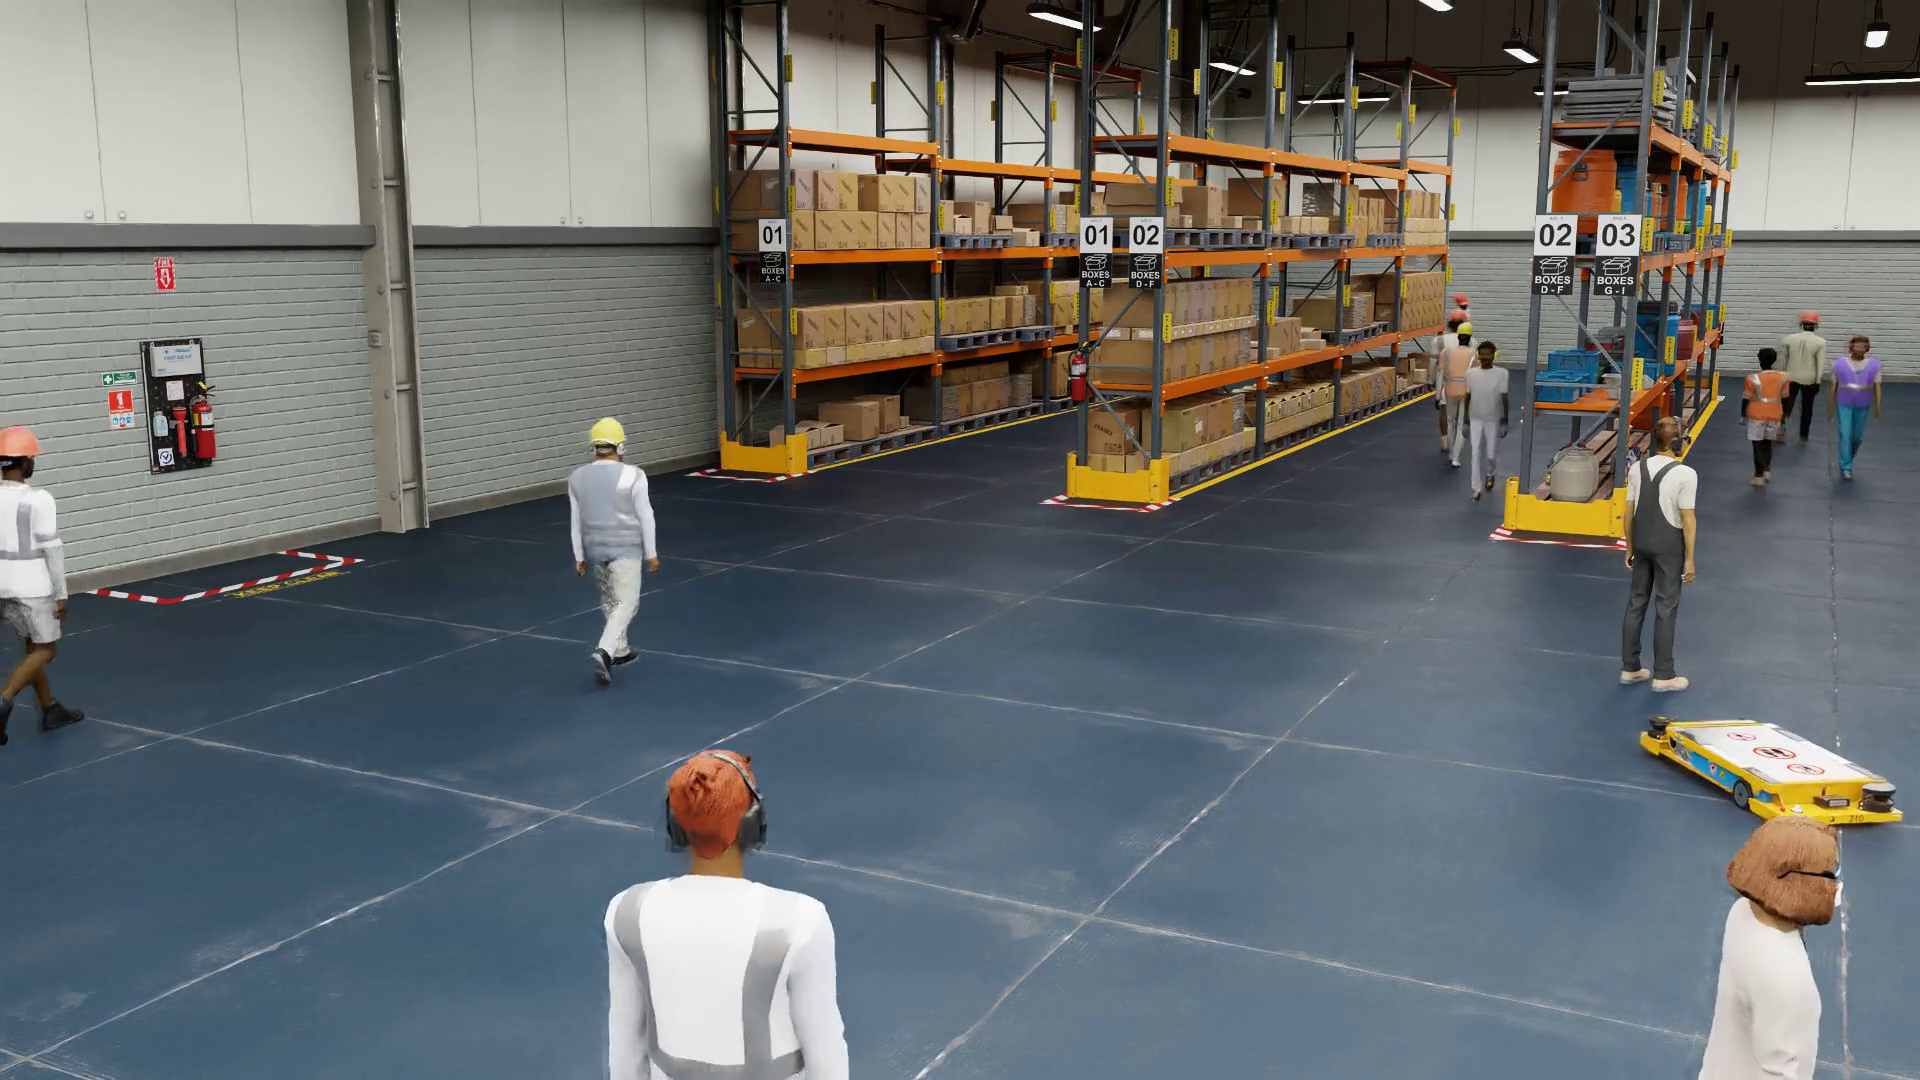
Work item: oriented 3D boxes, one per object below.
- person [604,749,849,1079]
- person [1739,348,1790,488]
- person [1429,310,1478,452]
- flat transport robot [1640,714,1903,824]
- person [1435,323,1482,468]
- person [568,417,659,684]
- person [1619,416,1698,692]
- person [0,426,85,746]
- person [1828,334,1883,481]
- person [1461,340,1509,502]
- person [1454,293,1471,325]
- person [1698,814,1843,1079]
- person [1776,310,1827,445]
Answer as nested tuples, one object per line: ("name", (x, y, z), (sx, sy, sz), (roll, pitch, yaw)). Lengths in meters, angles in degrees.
("person", (-0.568, 1.417, 3.868), (0.585, 1.860, 0.740), (4, 11, 20))
("person", (9.700, -1.487, 20.133), (0.547, 1.678, 0.552), (0, 10, 2))
("person", (6.952, -2.244, 23.480), (0.629, 1.998, 1.045), (3, 11, 17))
("flat transport robot", (4.424, 1.239, 9.162), (0.652, 0.197, 1.431), (-1, 10, -6))
("person", (6.631, -1.920, 21.982), (0.612, 1.878, 0.955), (5, 11, 24))
("person", (-2.397, 0.068, 11.383), (0.591, 1.804, 0.808), (4, 11, 19))
("person", (4.684, 0.089, 11.140), (0.327, 1.842, 0.511), (-6, 12, -31))
("person", (-5.632, 0.279, 9.931), (0.549, 1.913, 0.792), (2, 11, 13))
("person", (11.212, -1.681, 20.881), (0.574, 1.819, 0.797), (3, 11, 17))
("person", (6.049, -1.383, 19.152), (0.532, 1.852, 0.626), (5, 11, 24))
("person", (10.083, -4.008, 33.352), (0.598, 1.885, 0.425), (-9, 14, -40))
("person", (1.967, 1.466, 4.270), (0.612, 1.615, 0.504), (3, 11, 16))
("person", (12.169, -2.341, 24.089), (0.622, 1.968, 0.915), (9, 13, 39))
